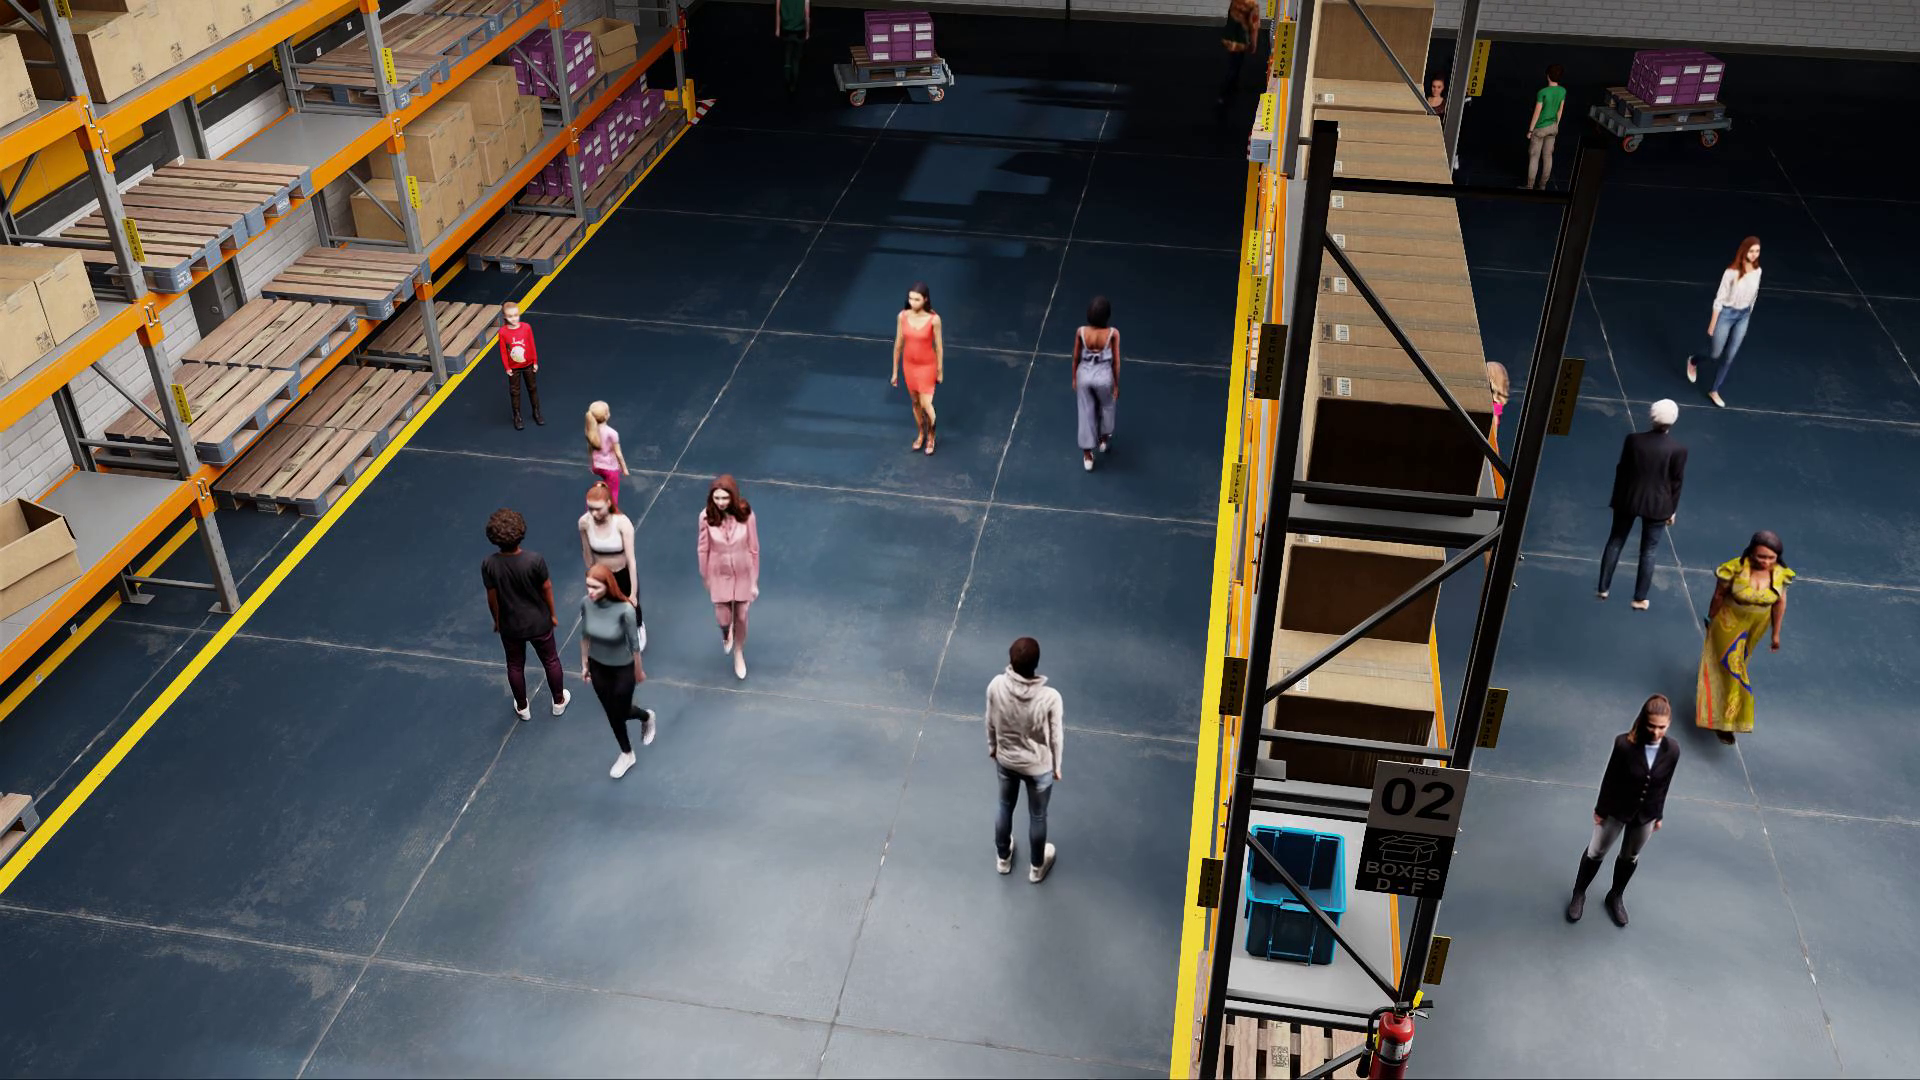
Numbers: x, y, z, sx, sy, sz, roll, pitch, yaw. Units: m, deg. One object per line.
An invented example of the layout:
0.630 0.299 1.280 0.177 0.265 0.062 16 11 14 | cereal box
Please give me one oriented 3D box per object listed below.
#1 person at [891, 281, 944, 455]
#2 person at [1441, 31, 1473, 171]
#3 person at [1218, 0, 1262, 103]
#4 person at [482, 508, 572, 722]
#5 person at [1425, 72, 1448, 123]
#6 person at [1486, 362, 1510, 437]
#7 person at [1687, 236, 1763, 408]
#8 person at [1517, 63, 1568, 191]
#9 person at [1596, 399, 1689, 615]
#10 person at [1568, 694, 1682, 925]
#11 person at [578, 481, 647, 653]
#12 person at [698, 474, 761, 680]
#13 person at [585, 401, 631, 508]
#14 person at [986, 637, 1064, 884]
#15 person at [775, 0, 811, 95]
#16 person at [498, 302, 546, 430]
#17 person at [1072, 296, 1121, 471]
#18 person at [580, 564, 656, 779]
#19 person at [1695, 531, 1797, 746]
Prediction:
-0.344 -1.628 15.417 0.645 1.704 0.648 11 35 16 | person
6.422 -5.633 21.356 0.831 1.801 0.857 -10 35 -15 | person
3.884 -7.024 23.477 1.059 1.769 1.000 -25 41 -33 | person
-3.170 0.546 12.074 0.701 1.784 0.708 -7 34 -11 | person
5.715 -4.873 20.327 0.561 1.673 0.543 6 34 9 | person
4.406 -0.736 14.054 0.631 1.728 0.475 4 34 7 | person
7.486 -2.186 16.247 0.755 1.715 0.935 -6 34 -9 | person
7.287 -5.111 20.705 0.656 1.651 0.667 -10 35 -15 | person
5.173 -0.250 12.480 0.830 1.777 0.750 23 40 30 | person
4.179 1.700 10.388 0.566 1.729 0.529 5 34 7 | person
-2.566 0.272 12.562 0.661 1.701 1.177 3 34 5 | person
-1.712 0.225 12.553 0.737 1.788 0.827 -4 34 -6 | person
-3.070 -0.607 14.278 0.577 1.265 0.631 18 38 25 | person
0.398 1.416 10.705 0.710 1.850 0.628 11 35 16 | person
-2.386 -7.248 23.777 0.687 1.811 0.735 1 34 2 | person
-4.204 -1.687 15.888 0.566 1.282 0.617 -17 37 -24 | person
1.227 -1.386 15.076 0.604 1.680 0.797 4 34 7 | person
-2.387 0.864 11.643 0.685 1.732 0.823 13 36 19 | person
5.681 0.587 12.175 0.887 1.603 1.388 0 34 1 | person
